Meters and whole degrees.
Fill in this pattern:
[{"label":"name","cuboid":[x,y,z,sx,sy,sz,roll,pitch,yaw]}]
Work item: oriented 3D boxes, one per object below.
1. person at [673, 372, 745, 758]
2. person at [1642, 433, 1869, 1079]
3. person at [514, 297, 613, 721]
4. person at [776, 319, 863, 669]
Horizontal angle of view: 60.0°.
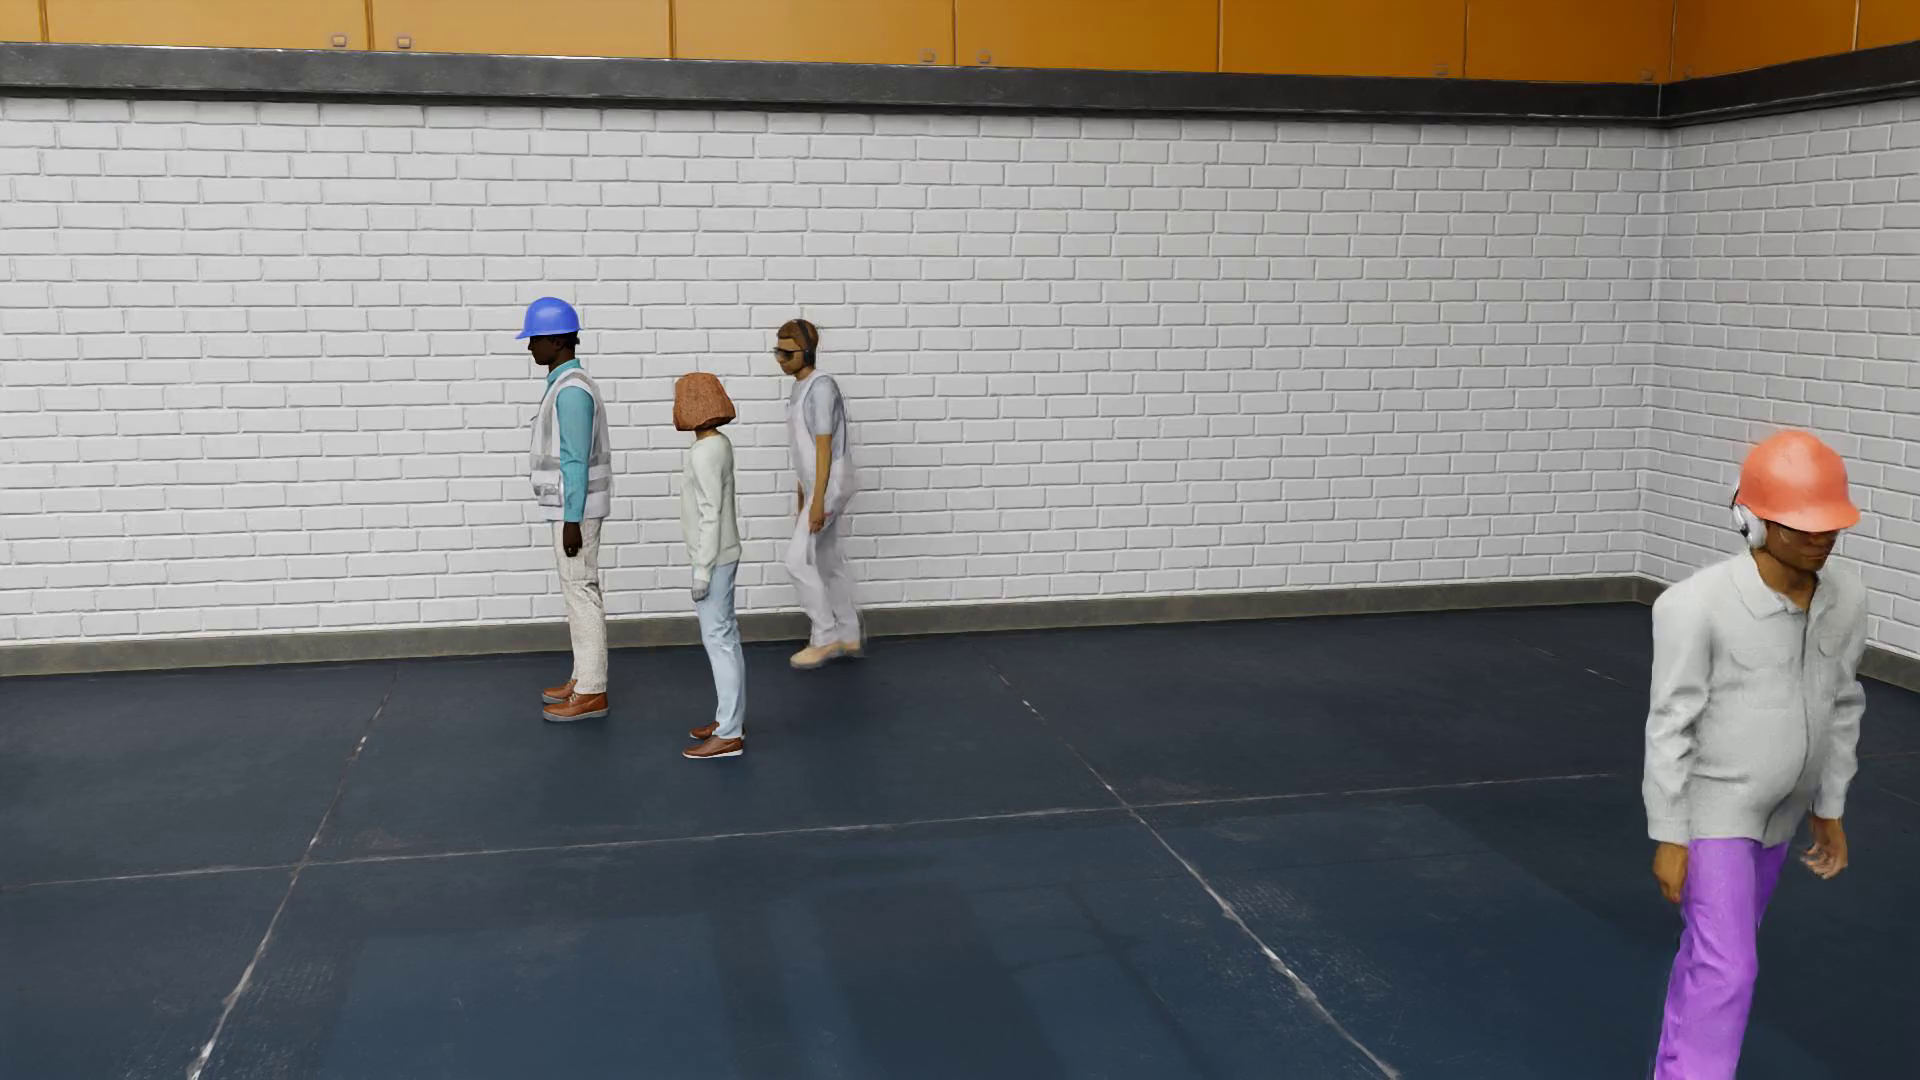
[{"label":"person","cuboid":[-1.062,0.106,7.066,0.270,1.632,0.504,0,9,-1]},{"label":"person","cuboid":[1.781,0.610,3.741,0.568,1.719,0.567,-5,10,-26]},{"label":"person","cuboid":[-1.813,-0.147,7.688,0.412,1.938,0.610,-3,10,-16]},{"label":"person","cuboid":[-0.696,-0.227,8.543,0.518,1.806,0.590,-3,10,-19]}]
